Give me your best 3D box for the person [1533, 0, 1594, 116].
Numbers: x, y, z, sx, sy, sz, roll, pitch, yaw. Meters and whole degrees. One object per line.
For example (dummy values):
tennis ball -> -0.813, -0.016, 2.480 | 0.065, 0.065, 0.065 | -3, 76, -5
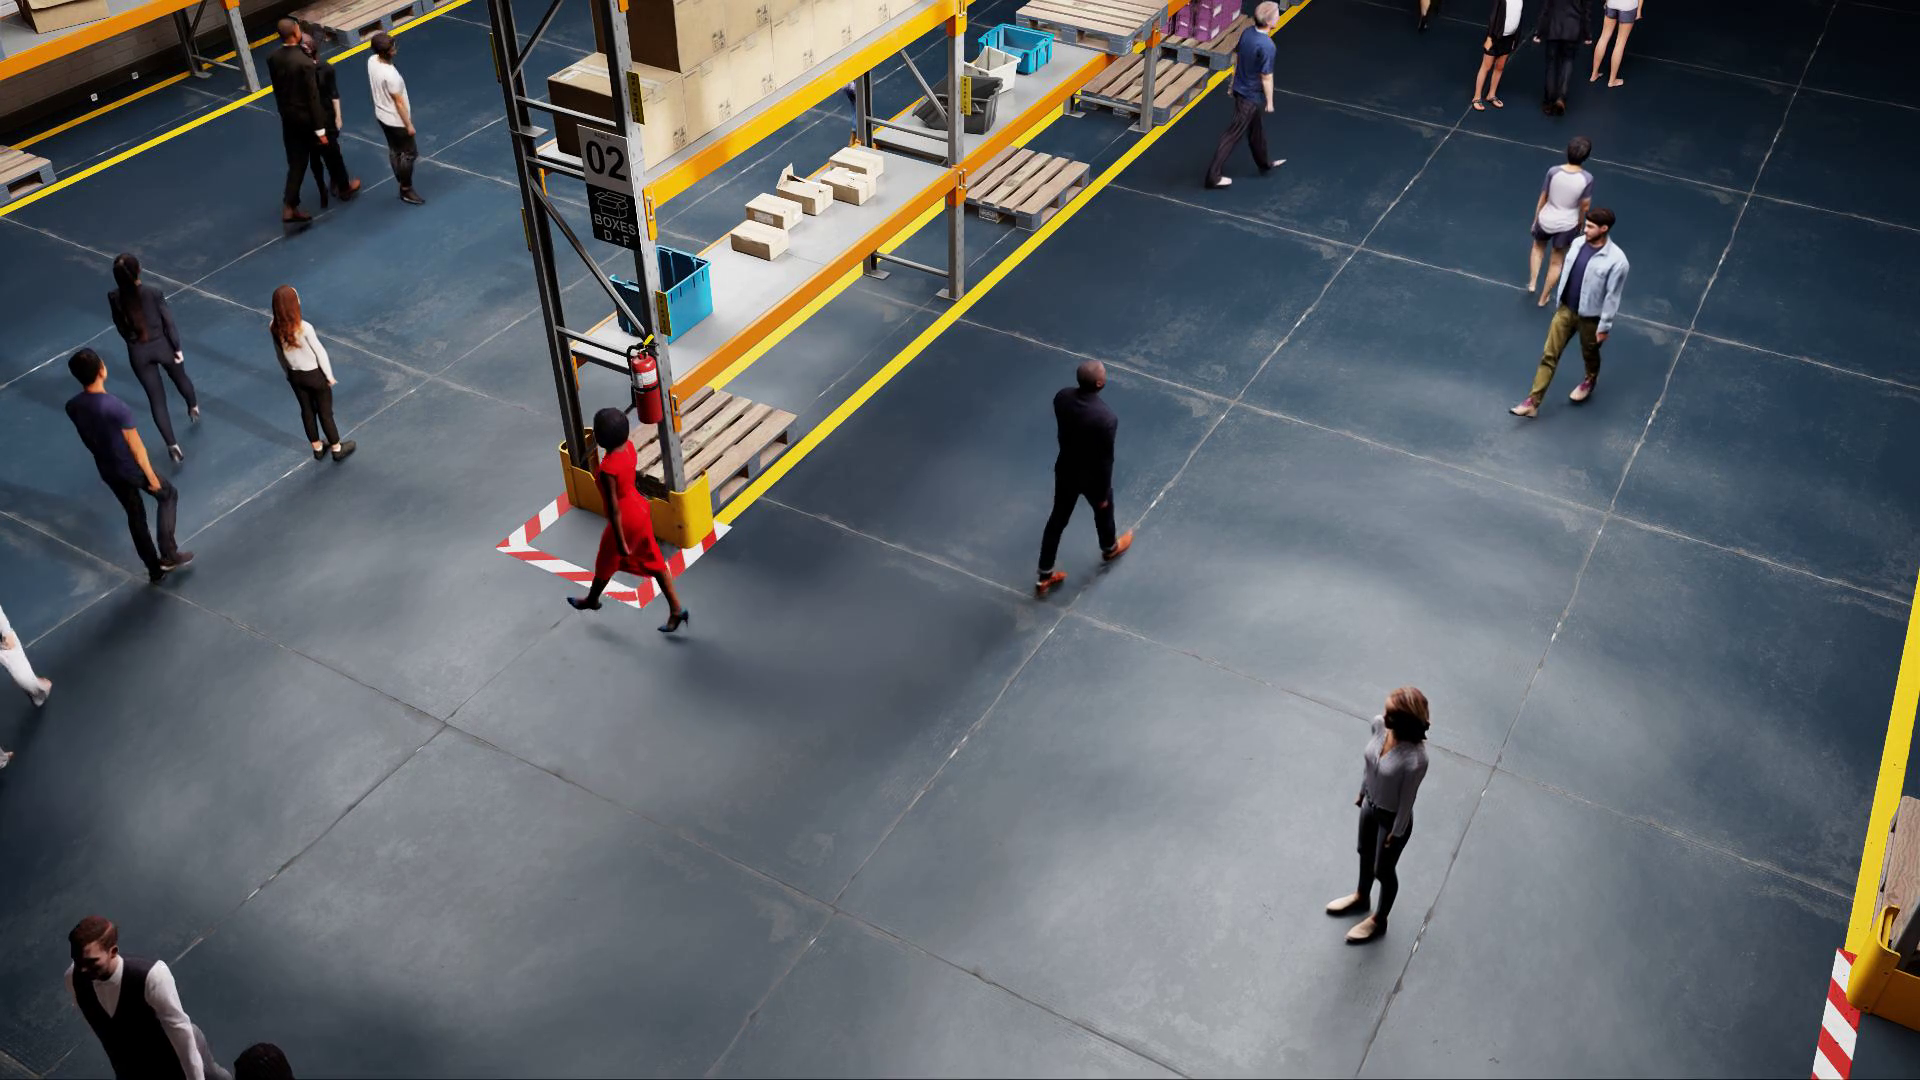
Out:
person -> 6.285, -5.268, 17.373 | 0.851, 1.770, 0.852 | 13, 40, 16

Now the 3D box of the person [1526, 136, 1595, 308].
person -> 5.152, -2.720, 14.359 | 0.593, 1.549, 0.583 | 17, 42, 20

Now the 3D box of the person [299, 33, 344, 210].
person -> -6.133, -4.084, 15.959 | 0.820, 1.683, 0.884 | -6, 39, -7

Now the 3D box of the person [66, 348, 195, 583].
person -> -5.734, -0.424, 11.310 | 0.753, 1.766, 0.731 | 9, 39, 11

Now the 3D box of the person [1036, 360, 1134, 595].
person -> 0.762, -0.391, 11.262 | 0.919, 1.775, 1.224 | 32, 48, 34

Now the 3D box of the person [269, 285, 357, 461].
person -> -4.939, -1.252, 12.573 | 0.601, 1.484, 0.585 | 7, 39, 9

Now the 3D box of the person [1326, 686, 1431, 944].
person -> 2.286, 1.458, 8.928 | 0.703, 1.797, 0.660 | -12, 40, -15

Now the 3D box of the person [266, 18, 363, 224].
person -> -6.181, -3.848, 15.529 | 0.912, 1.850, 1.364 | 13, 40, 16

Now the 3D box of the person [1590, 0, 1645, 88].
person -> 7.196, -5.801, 18.075 | 0.644, 1.725, 0.656 | -29, 47, -31

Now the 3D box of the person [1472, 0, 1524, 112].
person -> 5.747, -5.372, 17.675 | 0.640, 1.555, 0.704 | -11, 40, -14

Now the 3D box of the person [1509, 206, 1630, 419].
person -> 4.937, -1.776, 13.011 | 1.318, 1.755, 1.060 | -24, 45, -27

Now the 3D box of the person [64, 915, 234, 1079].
person -> -3.696, 2.330, 7.758 | 1.062, 1.896, 1.281 | 0, 39, 0

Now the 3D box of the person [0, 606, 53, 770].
person -> -5.981, 0.625, 10.023 | 1.049, 1.733, 1.137 | -8, 39, -10

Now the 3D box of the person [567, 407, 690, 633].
person -> -2.087, -0.074, 10.927 | 0.892, 1.697, 1.110 | 5, 39, 7

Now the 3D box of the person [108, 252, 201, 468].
person -> -6.083, -1.337, 12.533 | 1.033, 1.667, 1.066 | -11, 40, -14

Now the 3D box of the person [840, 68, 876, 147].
person -> -1.076, -4.641, 17.025 | 0.635, 1.223, 0.899 | 10, 40, 13

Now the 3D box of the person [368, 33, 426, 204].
person -> -5.442, -4.072, 15.935 | 0.753, 1.694, 0.654 | 25, 45, 28

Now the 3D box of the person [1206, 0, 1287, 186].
person -> 2.702, -4.261, 16.071 | 1.192, 1.819, 1.124 | -10, 40, -13
